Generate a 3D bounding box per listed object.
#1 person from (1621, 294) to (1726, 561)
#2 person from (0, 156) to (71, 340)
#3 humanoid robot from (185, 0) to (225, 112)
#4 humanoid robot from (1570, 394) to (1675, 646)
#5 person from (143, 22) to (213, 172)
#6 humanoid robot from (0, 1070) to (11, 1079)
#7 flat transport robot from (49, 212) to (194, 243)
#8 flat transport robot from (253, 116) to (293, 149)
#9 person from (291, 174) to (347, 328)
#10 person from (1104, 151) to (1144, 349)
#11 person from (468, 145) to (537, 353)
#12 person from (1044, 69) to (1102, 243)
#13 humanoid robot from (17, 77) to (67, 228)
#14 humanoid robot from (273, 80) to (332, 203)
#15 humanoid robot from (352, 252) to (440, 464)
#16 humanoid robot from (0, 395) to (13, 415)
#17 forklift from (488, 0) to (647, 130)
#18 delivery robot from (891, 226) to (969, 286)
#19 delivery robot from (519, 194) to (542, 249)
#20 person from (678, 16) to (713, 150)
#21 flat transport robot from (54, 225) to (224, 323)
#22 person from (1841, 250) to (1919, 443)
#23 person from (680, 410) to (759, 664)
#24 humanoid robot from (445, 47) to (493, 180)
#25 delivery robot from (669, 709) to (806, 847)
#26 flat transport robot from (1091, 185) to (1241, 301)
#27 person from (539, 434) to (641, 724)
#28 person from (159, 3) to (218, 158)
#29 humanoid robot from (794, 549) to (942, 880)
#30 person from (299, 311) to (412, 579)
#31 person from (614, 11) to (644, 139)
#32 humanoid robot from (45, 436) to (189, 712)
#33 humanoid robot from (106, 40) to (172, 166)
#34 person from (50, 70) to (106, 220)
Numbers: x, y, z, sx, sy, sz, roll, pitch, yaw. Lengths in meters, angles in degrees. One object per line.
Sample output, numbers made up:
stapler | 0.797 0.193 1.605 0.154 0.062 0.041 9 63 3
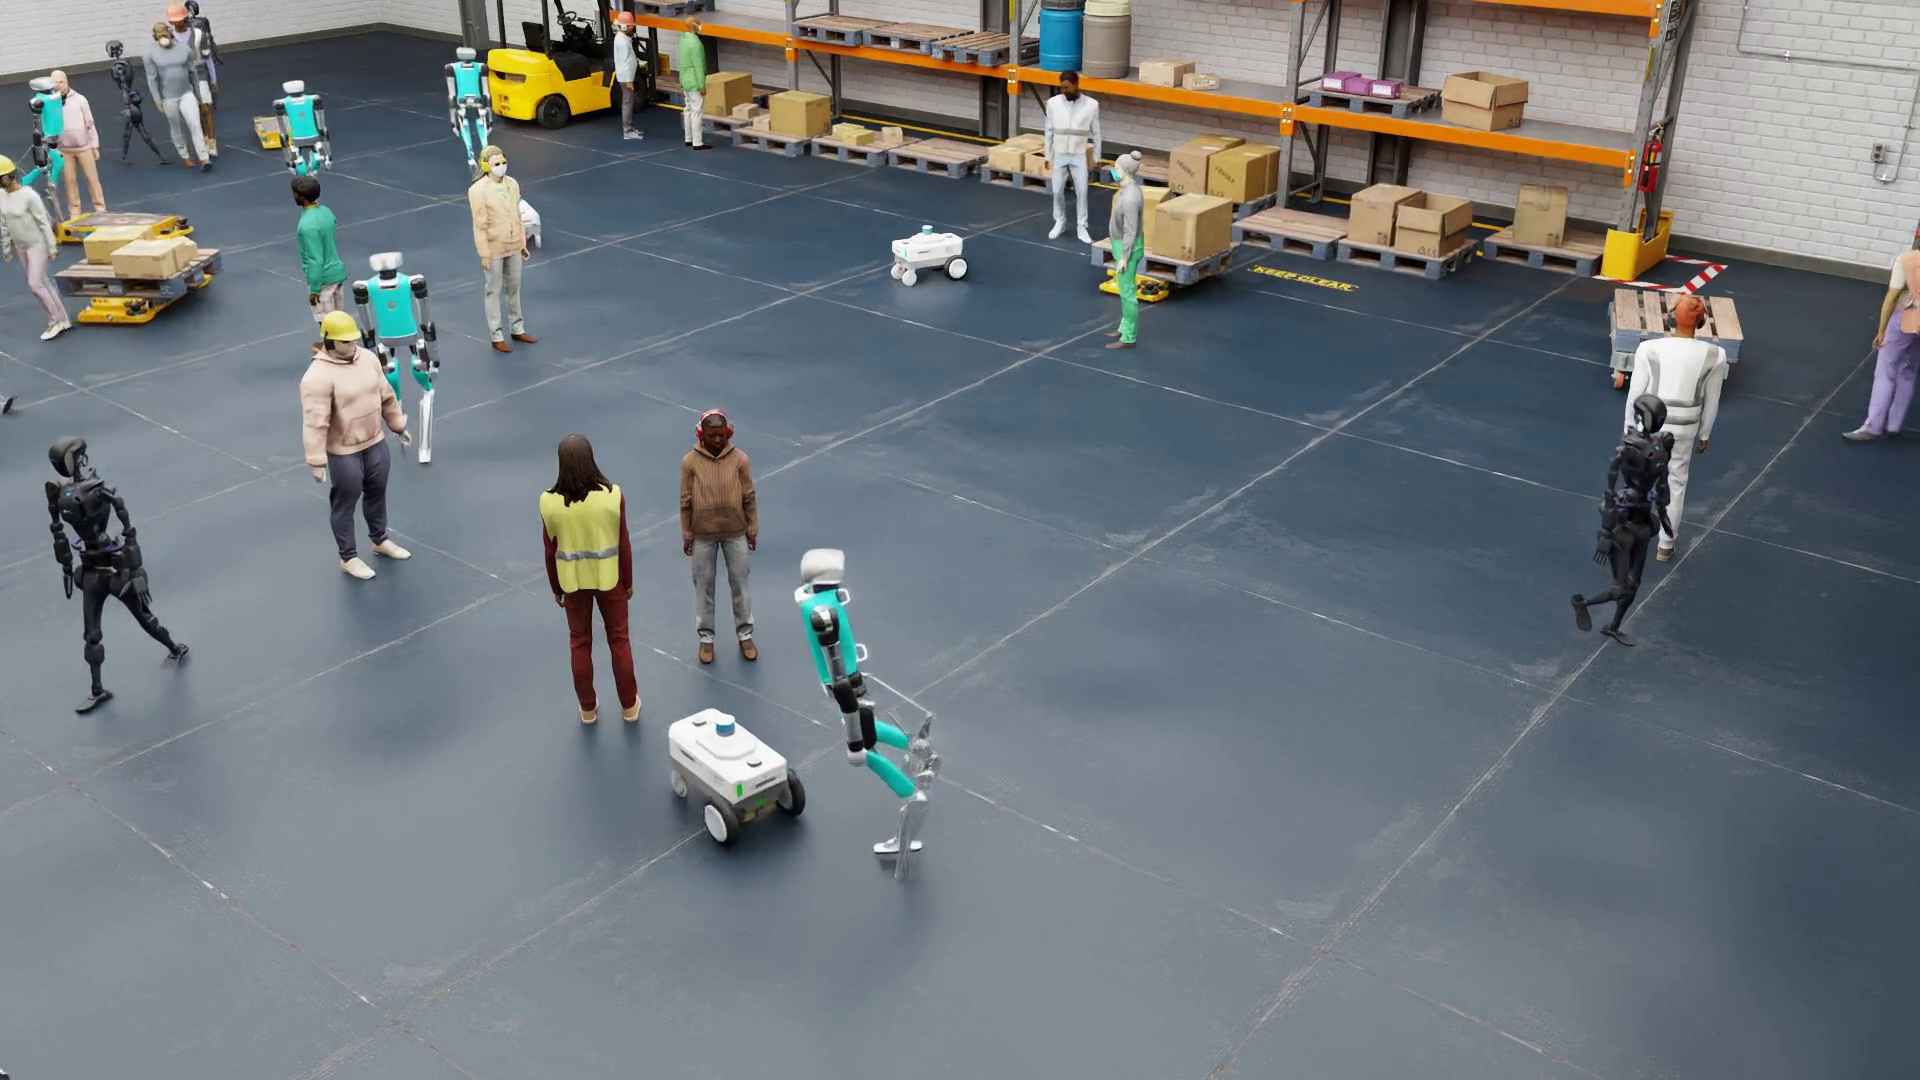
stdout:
person | 4.790 -0.750 11.269 0.573 1.884 0.356 7 27 14
person | -8.695 -2.716 15.493 0.519 1.744 0.541 10 28 20
humanoid robot | -11.456 -7.286 25.053 0.473 1.644 0.587 9 27 18
humanoid robot | 4.113 -0.137 10.241 0.613 1.647 0.407 -14 29 -27
person | -10.134 -5.726 21.575 0.632 1.882 1.012 -16 30 -30
humanoid robot | -3.760 1.865 6.082 0.698 1.839 0.563 -21 33 -37
flat transport robot | -9.540 -3.516 18.853 1.431 0.231 0.659 4 26 8
flat transport robot | -9.589 -5.785 23.552 0.659 0.231 1.431 -12 28 -23
person | -5.488 -2.235 14.381 0.384 1.848 0.508 1 26 1
person | 1.523 -2.668 15.292 0.344 1.838 0.510 3 26 6
person | -4.219 -2.685 15.287 0.403 1.877 0.555 18 31 32
person | 1.253 -4.297 18.593 0.637 1.903 0.445 2 26 4
humanoid robot | -10.483 -4.322 18.967 0.805 1.879 0.539 4 26 8
humanoid robot | -7.548 -4.426 19.123 0.541 1.784 1.022 -14 29 -27
humanoid robot | -4.271 -1.351 12.805 0.543 1.892 0.750 -7 27 -14
humanoid robot | -8.324 -1.763 13.596 0.870 1.843 0.551 -9 27 -17
forklift | -5.874 -7.334 24.552 1.214 2.155 2.313 19 32 34
delivery robot | -0.323 -2.989 17.449 0.813 0.609 0.499 -13 29 -25
delivery robot | -4.955 -3.569 18.656 0.499 0.614 0.815 -12 28 -24
person | -3.647 -6.259 22.805 0.387 1.777 0.547 -15 29 -28
flat transport robot | -8.188 -2.486 16.719 0.659 0.231 1.431 2 26 4
person | 7.505 -1.654 13.231 0.749 1.804 0.402 -5 26 -10
person | -1.449 -0.033 10.055 0.462 1.648 0.327 -5 26 -9
humanoid robot | -5.926 -5.061 20.406 0.559 1.804 0.925 -11 28 -22
delivery robot | -1.212 1.205 8.750 0.499 0.598 0.801 -21 33 -36
flat transport robot | 2.132 -2.779 17.327 0.659 0.231 1.431 19 32 34
person | -2.072 0.248 9.346 0.476 1.766 0.388 -3 26 -6
person | -10.321 -6.140 22.287 0.619 2.010 0.877 -6 26 -13
humanoid robot | -0.361 0.881 8.127 0.828 1.830 0.548 -4 26 -9
person | -4.049 -0.648 11.094 0.454 1.857 0.794 13 29 25
person | -4.670 -6.545 23.430 0.352 1.742 0.572 -6 26 -12
humanoid robot | -4.973 0.151 9.707 0.604 1.635 0.787 6 26 12
humanoid robot | -10.924 -5.714 21.837 0.750 1.628 0.605 -11 28 -22
person | -10.206 -4.506 19.159 0.535 1.781 0.400 -9 27 -18
